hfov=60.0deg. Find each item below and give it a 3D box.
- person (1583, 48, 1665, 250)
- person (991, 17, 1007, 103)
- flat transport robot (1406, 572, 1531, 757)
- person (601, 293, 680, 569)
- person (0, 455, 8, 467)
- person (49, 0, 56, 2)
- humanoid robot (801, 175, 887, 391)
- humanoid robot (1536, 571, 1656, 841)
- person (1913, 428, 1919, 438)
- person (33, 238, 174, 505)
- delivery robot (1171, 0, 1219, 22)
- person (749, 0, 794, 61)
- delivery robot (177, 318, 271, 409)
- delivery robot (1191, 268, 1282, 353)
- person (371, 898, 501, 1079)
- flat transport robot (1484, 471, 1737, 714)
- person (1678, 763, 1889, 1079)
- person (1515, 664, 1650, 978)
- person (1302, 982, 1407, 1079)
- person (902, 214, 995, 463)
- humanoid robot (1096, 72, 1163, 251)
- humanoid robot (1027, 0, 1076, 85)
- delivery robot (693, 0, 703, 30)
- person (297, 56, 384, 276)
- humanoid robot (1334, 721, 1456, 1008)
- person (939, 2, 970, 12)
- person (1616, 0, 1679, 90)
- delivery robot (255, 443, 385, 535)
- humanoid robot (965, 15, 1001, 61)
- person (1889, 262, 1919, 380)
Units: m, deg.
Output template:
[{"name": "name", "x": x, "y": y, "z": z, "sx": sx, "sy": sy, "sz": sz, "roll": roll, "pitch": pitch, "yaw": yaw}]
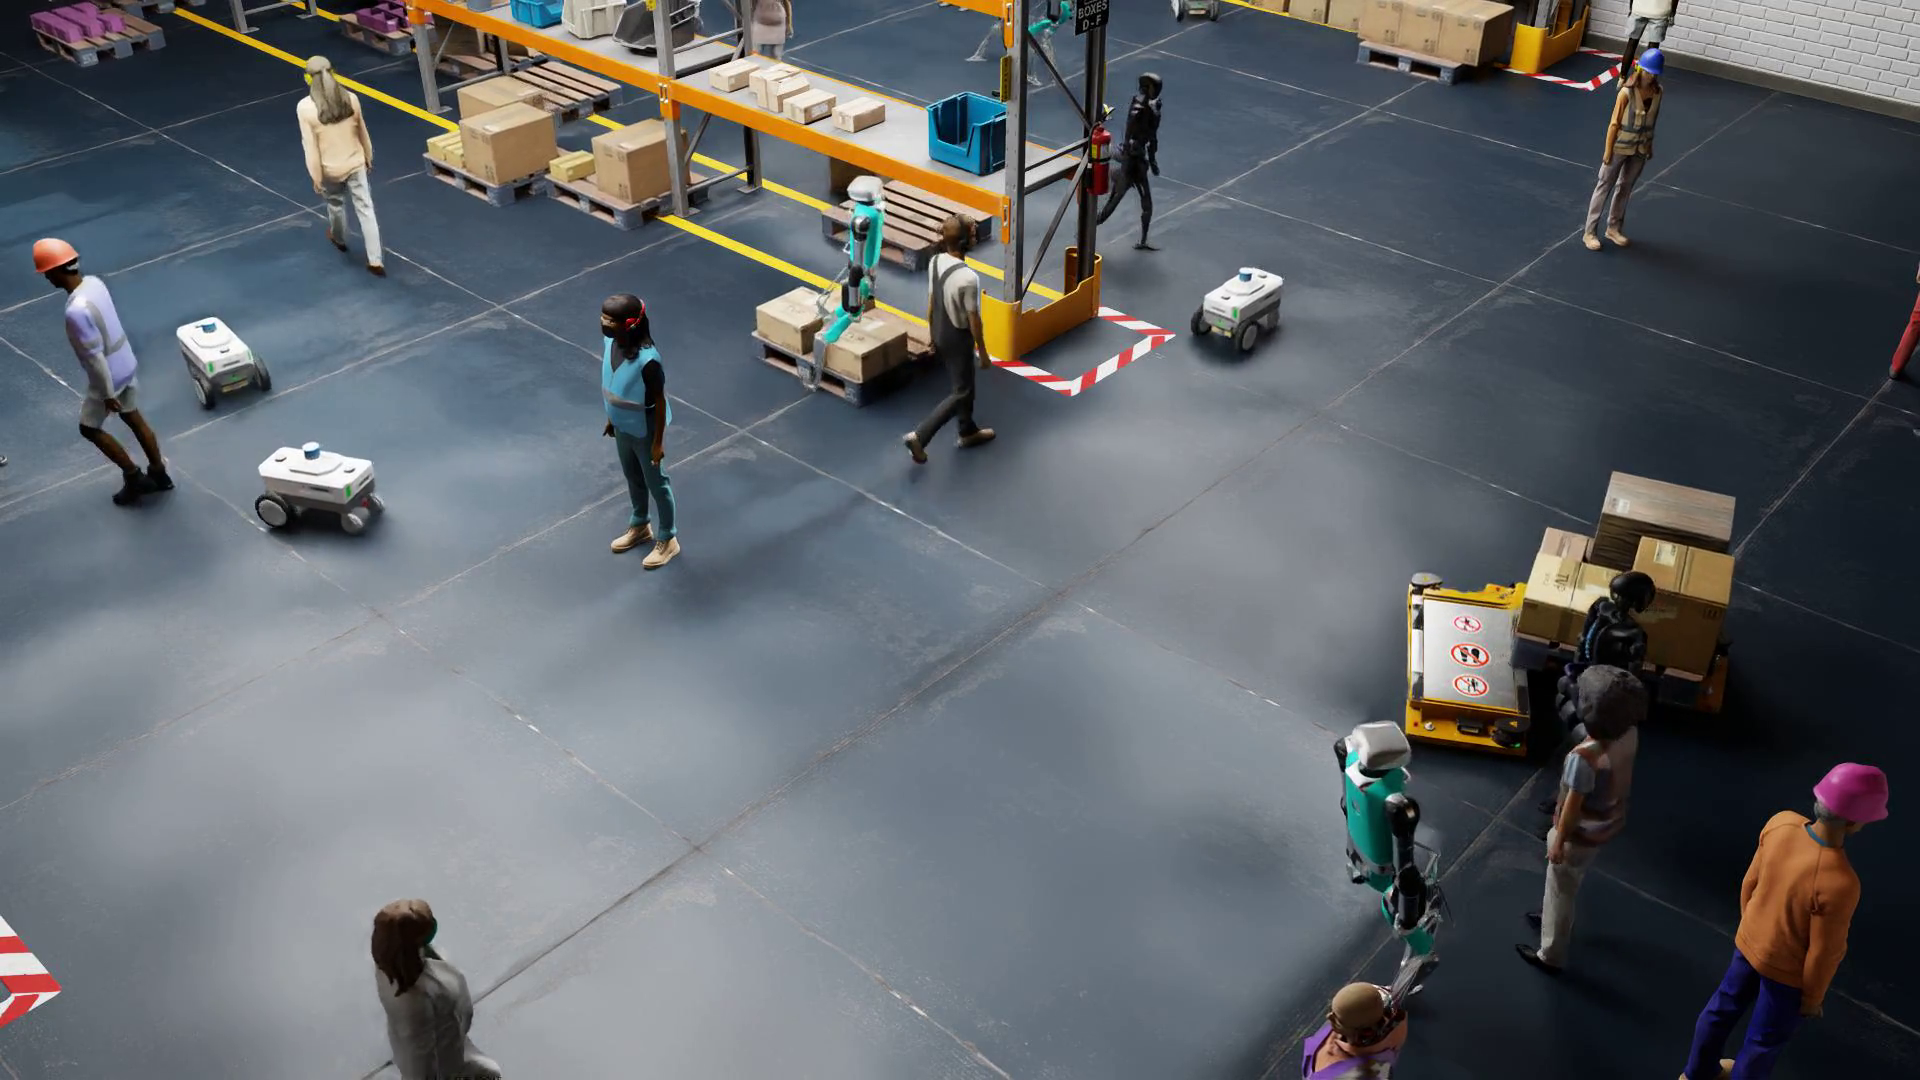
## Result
[{"name": "person", "x": 5.783, "y": -3.370, "z": 14.364, "sx": 0.479, "sy": 1.775, "sz": 0.324, "roll": -10, "pitch": 36, "yaw": -14}, {"name": "person", "x": 0.491, "y": -5.513, "z": 17.345, "sx": 0.390, "sy": 1.927, "sz": 0.540, "roll": -5, "pitch": 35, "yaw": -8}, {"name": "flat transport robot", "x": 2.971, "y": 0.710, "z": 9.782, "sx": 0.659, "sy": 0.231, "sz": 1.431, "roll": 7, "pitch": 35, "yaw": 11}, {"name": "person", "x": -2.016, "y": -0.690, "z": 10.405, "sx": 0.529, "sy": 1.866, "sz": 0.389, "roll": 27, "pitch": 43, "yaw": 33}, {"name": "person", "x": -6.961, "y": -1.235, "z": 11.220, "sx": 0.404, "sy": 1.837, "sz": 0.589, "roll": 15, "pitch": 37, "yaw": 21}, {"name": "person", "x": -11.320, "y": -7.540, "z": 20.452, "sx": 0.578, "sy": 1.719, "sz": 0.793, "roll": -24, "pitch": 41, "yaw": -31}, {"name": "humanoid robot", "x": -0.930, "y": -1.794, "z": 12.197, "sx": 0.843, "sy": 1.869, "sz": 0.550, "roll": 7, "pitch": 35, "yaw": 10}, {"name": "humanoid robot", "x": 3.183, "y": 0.844, "z": 8.353, "sx": 0.349, "sy": 1.655, "sz": 0.587, "roll": -5, "pitch": 35, "yaw": -8}, {"name": "person", "x": 7.088, "y": -1.493, "z": 11.562, "sx": 0.559, "sy": 1.878, "sz": 0.453, "roll": -21, "pitch": 40, "yaw": -28}, {"name": "person", "x": -5.662, "y": -1.096, "z": 10.960, "sx": 0.495, "sy": 1.902, "sz": 0.549, "roll": -3, "pitch": 35, "yaw": -4}, {"name": "delivery robot", "x": 2.837, "y": -6.607, "z": 20.133, "sx": 0.524, "sy": 0.597, "sz": 0.768, "roll": -1, "pitch": 35, "yaw": -2}, {"name": "person", "x": -1.999, "y": -5.367, "z": 17.378, "sx": 0.486, "sy": 1.633, "sz": 0.355, "roll": -8, "pitch": 35, "yaw": -12}, {"name": "delivery robot", "x": -5.602, "y": -1.380, "z": 12.555, "sx": 0.499, "sy": 0.592, "sz": 0.783, "roll": -26, "pitch": 42, "yaw": -32}, {"name": "delivery robot", "x": 2.241, "y": -1.871, "z": 13.273, "sx": 0.499, "sy": 0.599, "sz": 0.784, "roll": 27, "pitch": 43, "yaw": 33}, {"name": "person", "x": -2.177, "y": 2.036, "z": 6.657, "sx": 0.791, "sy": 1.628, "sz": 0.487, "roll": -16, "pitch": 38, "yaw": -22}, {"name": "flat transport robot", "x": 3.820, "y": 0.602, "z": 9.938, "sx": 1.431, "sy": 0.231, "sz": 0.659, "roll": 15, "pitch": 37, "yaw": 20}, {"name": "person", "x": 3.392, "y": 1.699, "z": 6.847, "sx": 0.384, "sy": 1.979, "sz": 0.505, "roll": -8, "pitch": 35, "yaw": -11}, {"name": "person", "x": 2.872, "y": 1.298, "z": 7.694, "sx": 0.457, "sy": 1.665, "sz": 0.418, "roll": -24, "pitch": 41, "yaw": -30}, {"name": "person", "x": 1.434, "y": 2.261, "z": 6.288, "sx": 0.349, "sy": 1.688, "sz": 0.485, "roll": 2, "pitch": 35, "yaw": 3}, {"name": "person", "x": -0.077, "y": -1.353, "z": 11.409, "sx": 0.737, "sy": 1.821, "sz": 0.512, "roll": -17, "pitch": 38, "yaw": -23}, {"name": "humanoid robot", "x": 1.421, "y": -3.285, "z": 14.365, "sx": 0.690, "sy": 1.625, "sz": 0.588, "roll": 20, "pitch": 39, "yaw": 26}, {"name": "humanoid robot", "x": 0.912, "y": -5.726, "z": 17.815, "sx": 0.831, "sy": 1.775, "sz": 0.534, "roll": 19, "pitch": 39, "yaw": 26}, {"name": "delivery robot", "x": -3.458, "y": -6.333, "z": 19.741, "sx": 0.782, "sy": 0.603, "sz": 0.499, "roll": 20, "pitch": 39, "yaw": 26}, {"name": "person", "x": -5.255, "y": -3.197, "z": 14.076, "sx": 0.582, "sy": 1.825, "sz": 1.008, "roll": -22, "pitch": 40, "yaw": -29}, {"name": "humanoid robot", "x": 2.009, "y": 1.489, "z": 7.383, "sx": 0.812, "sy": 1.785, "sz": 0.548, "roll": -11, "pitch": 36, "yaw": -16}, {"name": "person", "x": -0.013, "y": -7.292, "z": 20.058, "sx": 0.505, "sy": 1.763, "sz": 0.303, "roll": 25, "pitch": 42, "yaw": 32}, {"name": "person", "x": 7.344, "y": -5.598, "z": 17.662, "sx": 0.541, "sy": 1.695, "sz": 0.316, "roll": 25, "pitch": 42, "yaw": 31}, {"name": "delivery robot", "x": -4.291, "y": -0.372, "z": 11.101, "sx": 0.784, "sy": 0.599, "sz": 0.499, "roll": 9, "pitch": 36, "yaw": 13}, {"name": "humanoid robot", "x": 0.438, "y": -6.131, "z": 18.442, "sx": 0.906, "sy": 1.808, "sz": 0.555, "roll": -1, "pitch": 35, "yaw": -1}, {"name": "person", "x": 7.386, "y": -1.961, "z": 12.343, "sx": 0.520, "sy": 1.758, "sz": 0.346, "roll": 27, "pitch": 43, "yaw": 33}]
